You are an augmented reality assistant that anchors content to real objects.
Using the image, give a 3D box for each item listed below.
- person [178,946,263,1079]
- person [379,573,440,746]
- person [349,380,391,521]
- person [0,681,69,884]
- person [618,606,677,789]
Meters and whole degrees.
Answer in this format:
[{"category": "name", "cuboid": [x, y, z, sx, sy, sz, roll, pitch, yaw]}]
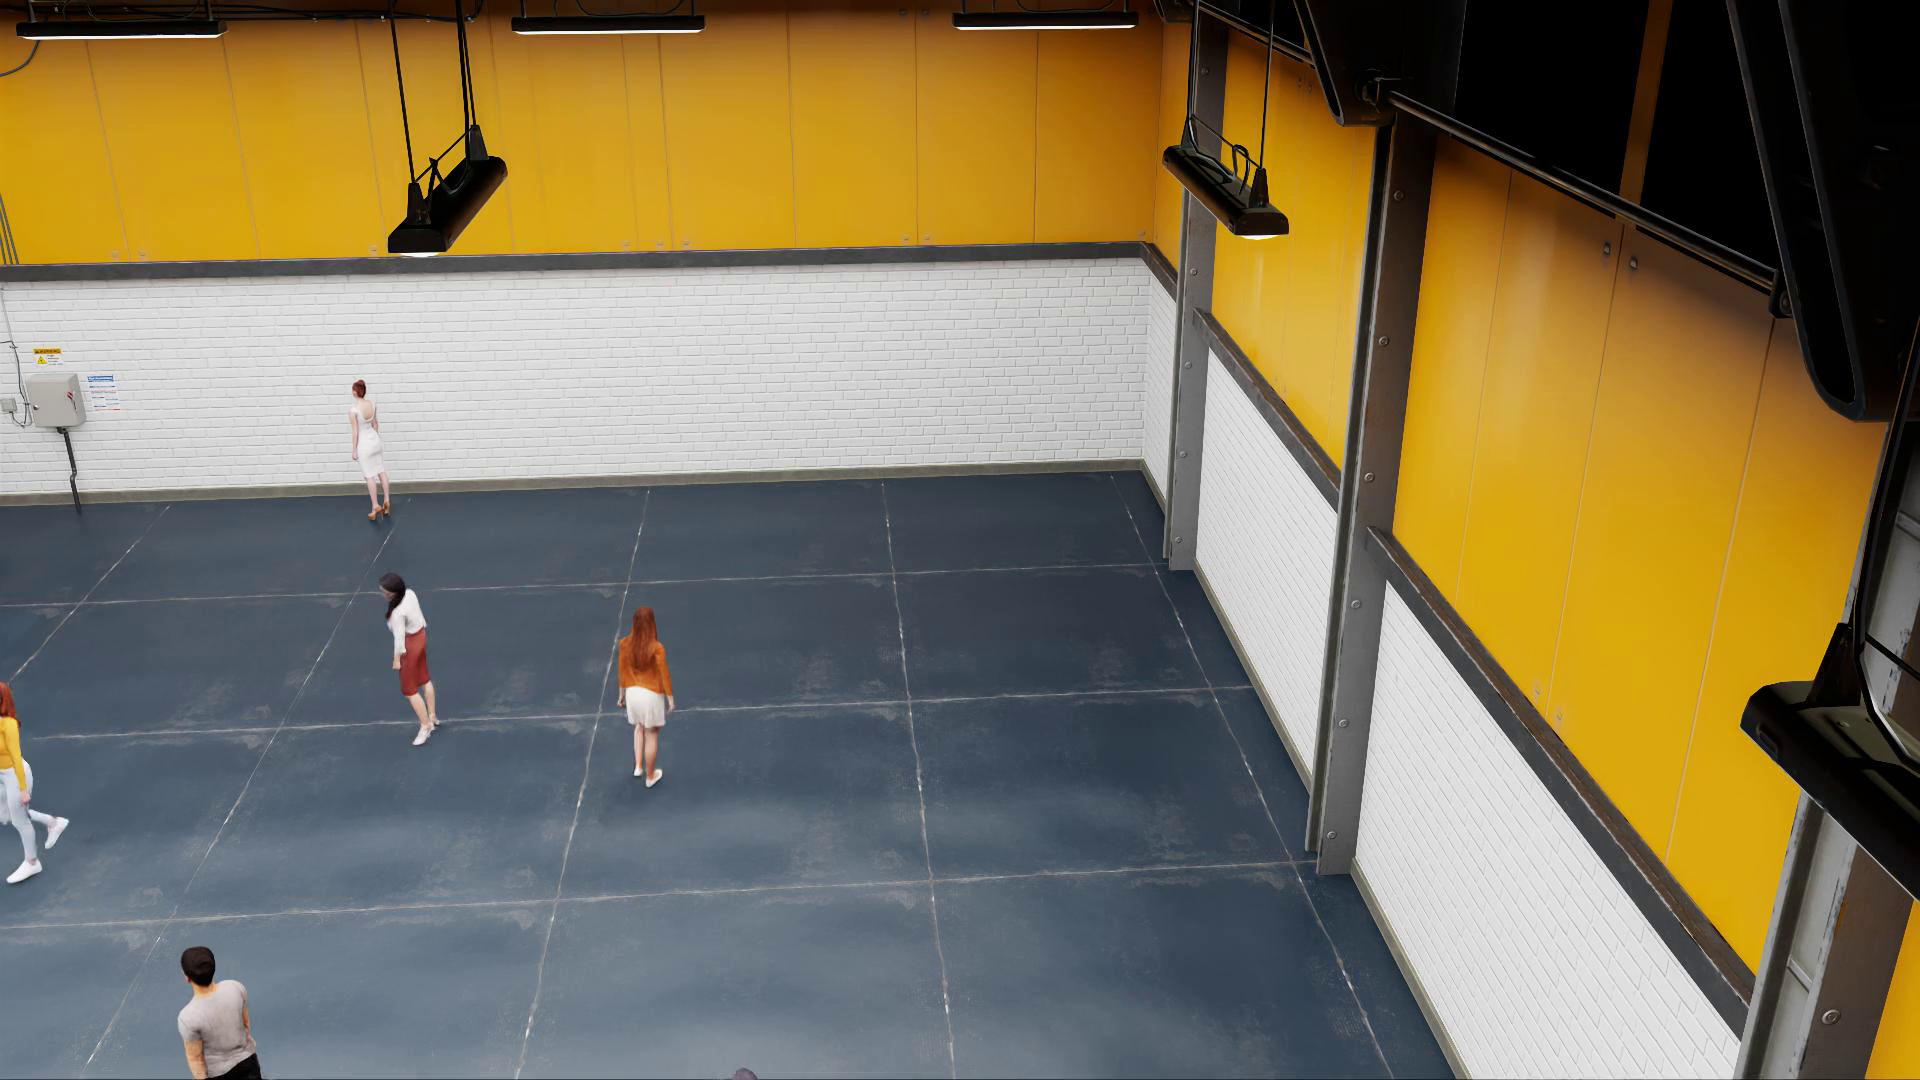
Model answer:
[{"category": "person", "cuboid": [-4.487, 3.274, 10.284, 1.184, 1.685, 1.081, 20, 31, 39]}, {"category": "person", "cuboid": [-5.033, 1.024, 15.375, 0.751, 1.731, 0.505, 6, 24, 14]}, {"category": "person", "cuboid": [-7.162, -1.103, 20.165, 0.702, 1.791, 0.600, 13, 27, 27]}, {"category": "person", "cuboid": [-7.533, 1.896, 13.369, 0.825, 1.738, 0.945, 12, 26, 25]}, {"category": "person", "cuboid": [-2.787, 1.410, 14.516, 0.740, 1.710, 0.731, 7, 25, 16]}]
